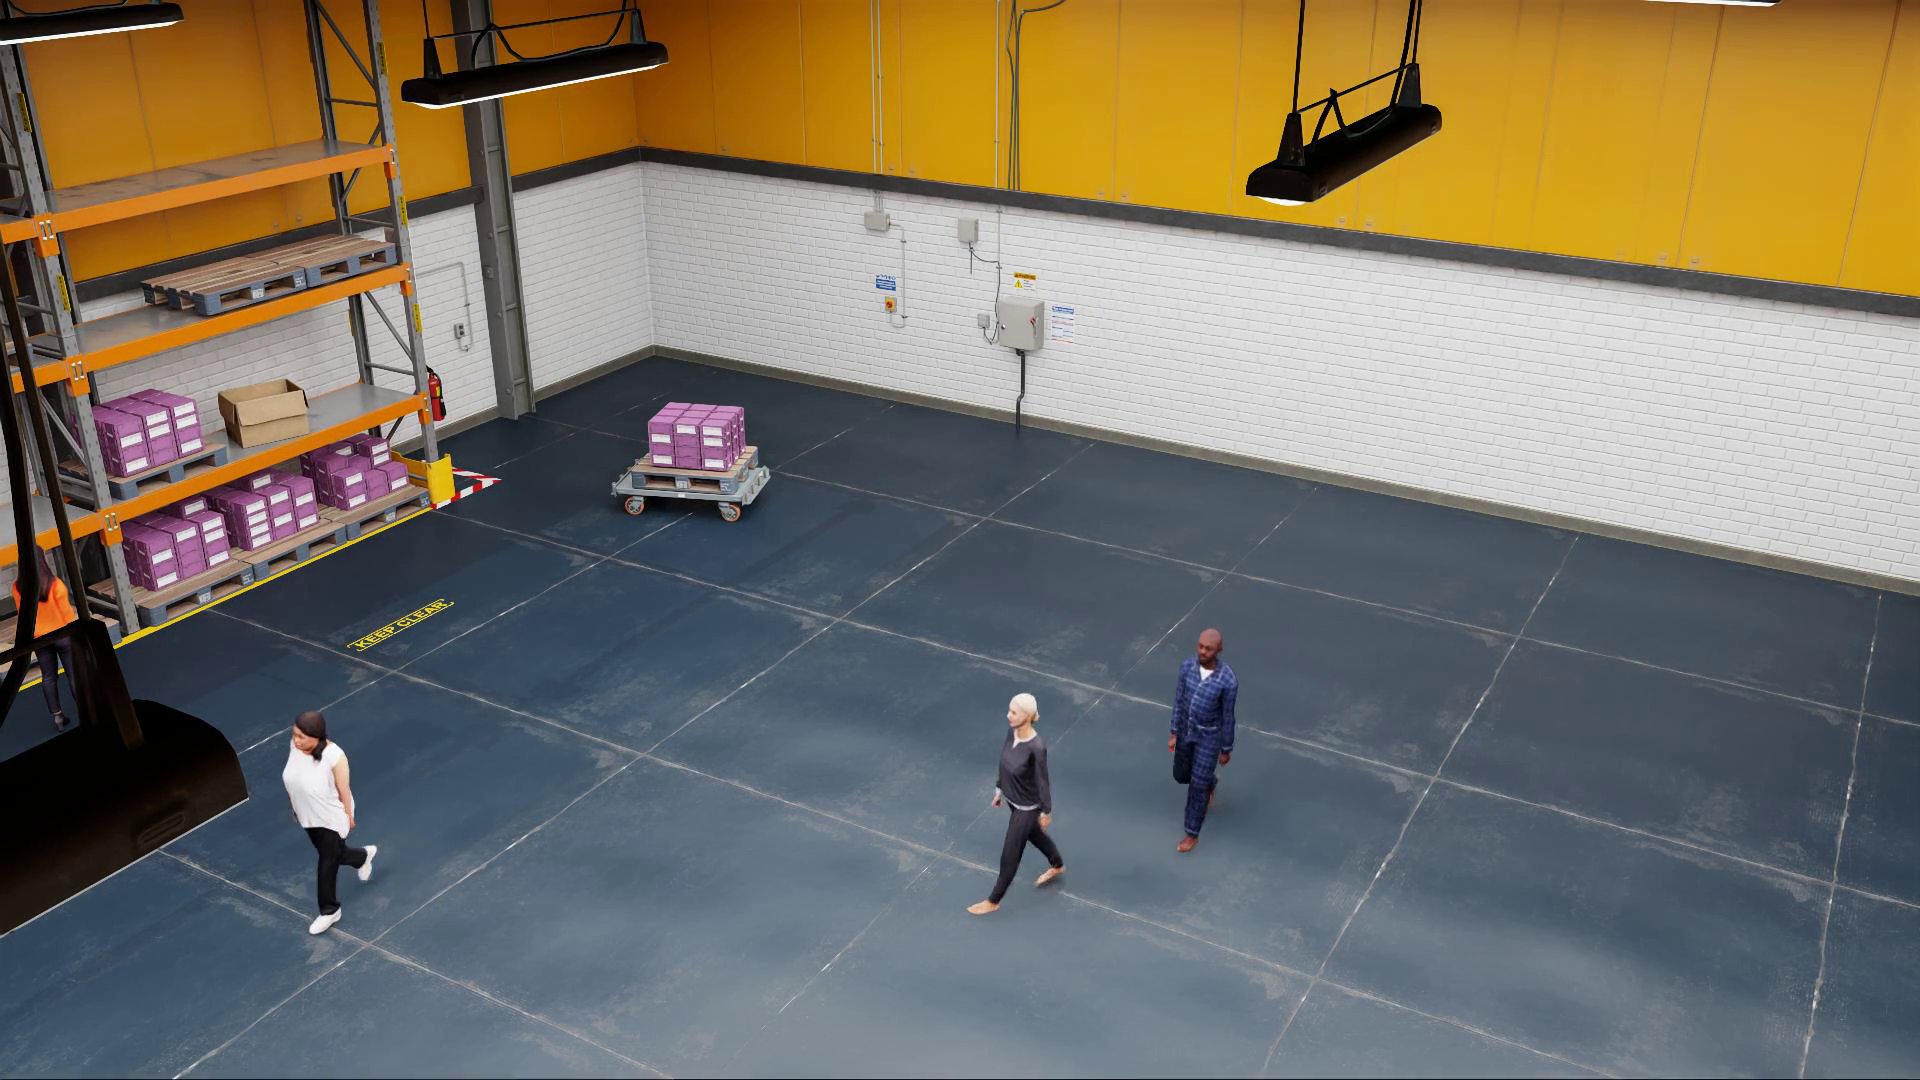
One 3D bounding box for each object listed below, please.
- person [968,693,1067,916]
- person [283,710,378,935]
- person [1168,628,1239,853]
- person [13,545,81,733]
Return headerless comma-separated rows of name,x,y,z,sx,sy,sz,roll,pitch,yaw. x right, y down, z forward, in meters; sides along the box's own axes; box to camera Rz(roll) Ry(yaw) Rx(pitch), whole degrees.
person,0.533,1.861,12.012,1.203,1.679,1.027,-12,26,-25
person,-4.514,1.929,11.879,0.681,1.662,0.983,14,27,29
person,1.878,1.467,12.768,0.758,1.798,1.045,17,29,34
person,-7.778,0.841,14.259,0.707,1.750,0.718,0,24,1
